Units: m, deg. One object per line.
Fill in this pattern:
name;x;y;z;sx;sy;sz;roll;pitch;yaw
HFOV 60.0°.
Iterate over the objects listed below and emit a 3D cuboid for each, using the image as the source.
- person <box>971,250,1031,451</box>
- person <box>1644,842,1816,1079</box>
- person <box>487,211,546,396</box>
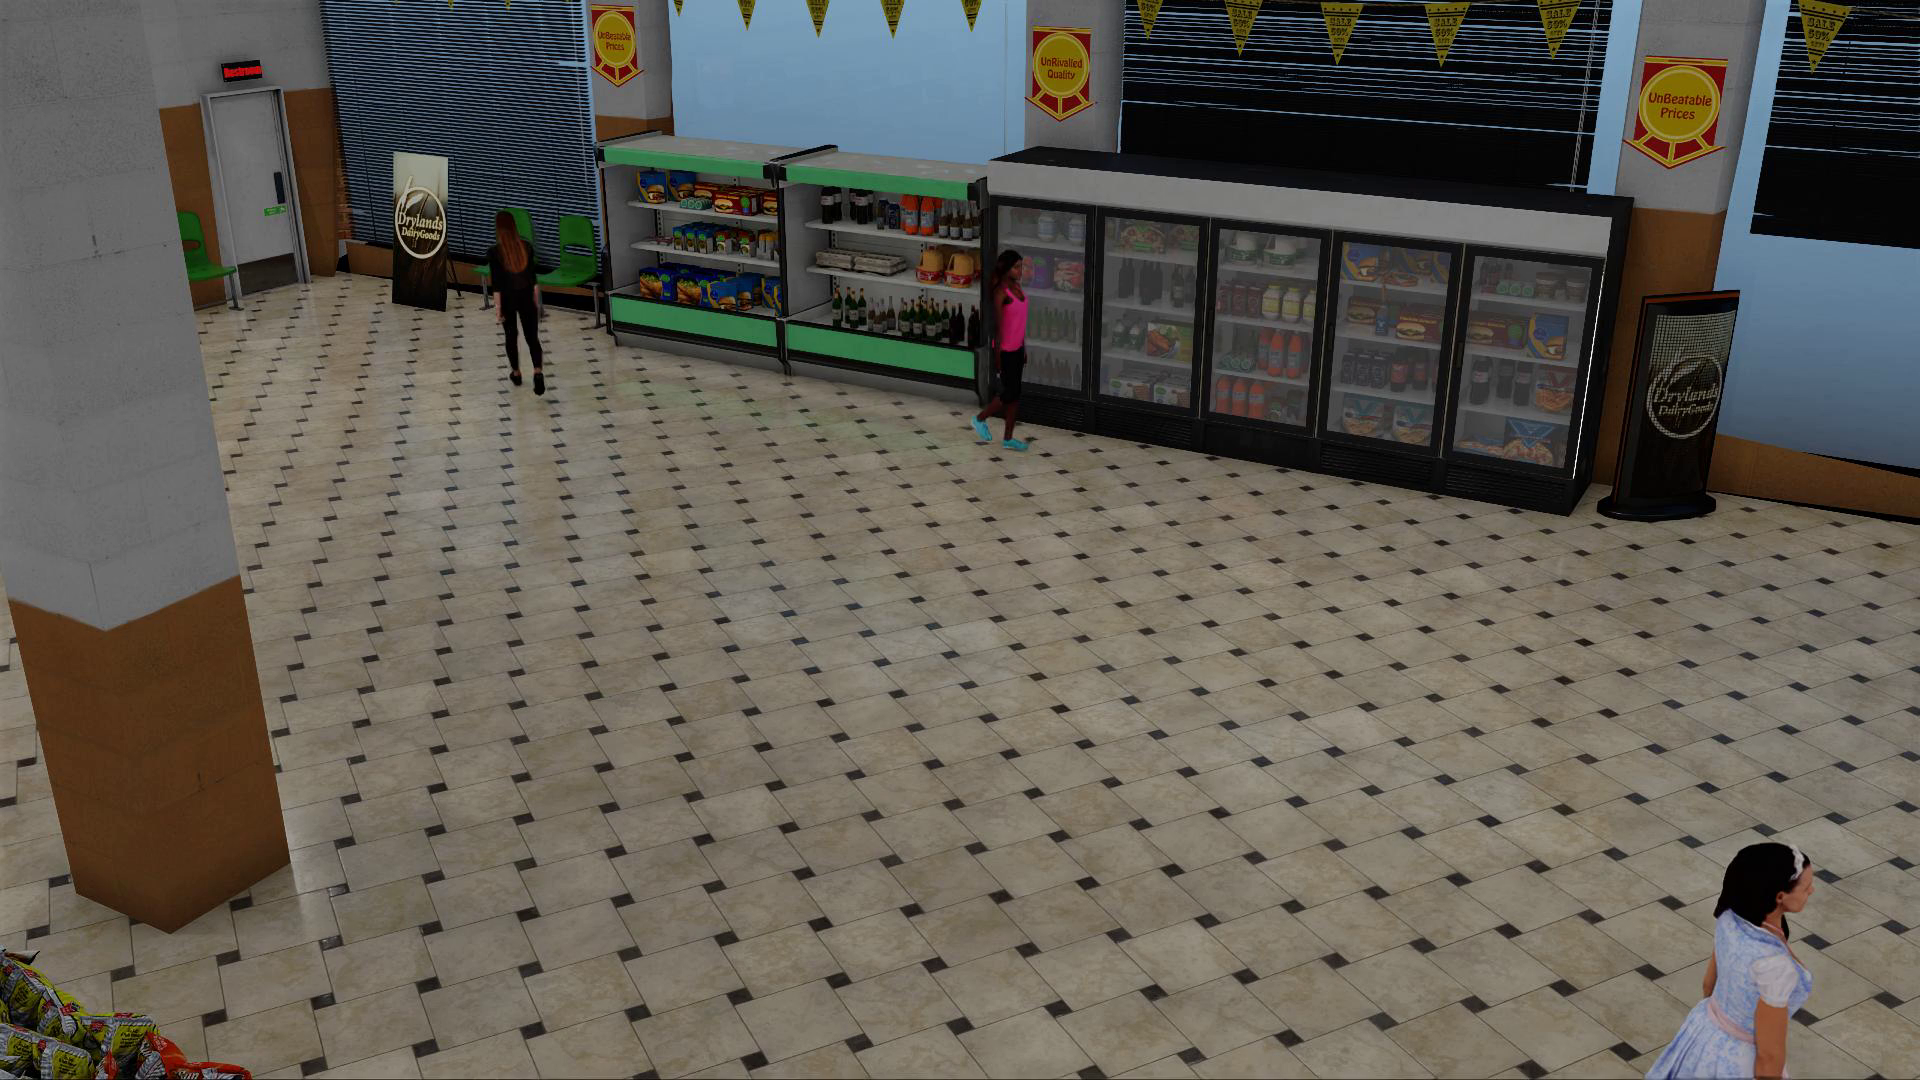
person;0.337;-1.595;13.983;0.728;1.712;0.539;13;25;29
person;2.512;1.782;5.439;0.877;1.818;0.836;1;22;2
person;-4.094;-2.182;15.481;1.035;1.685;1.187;-9;24;-22
